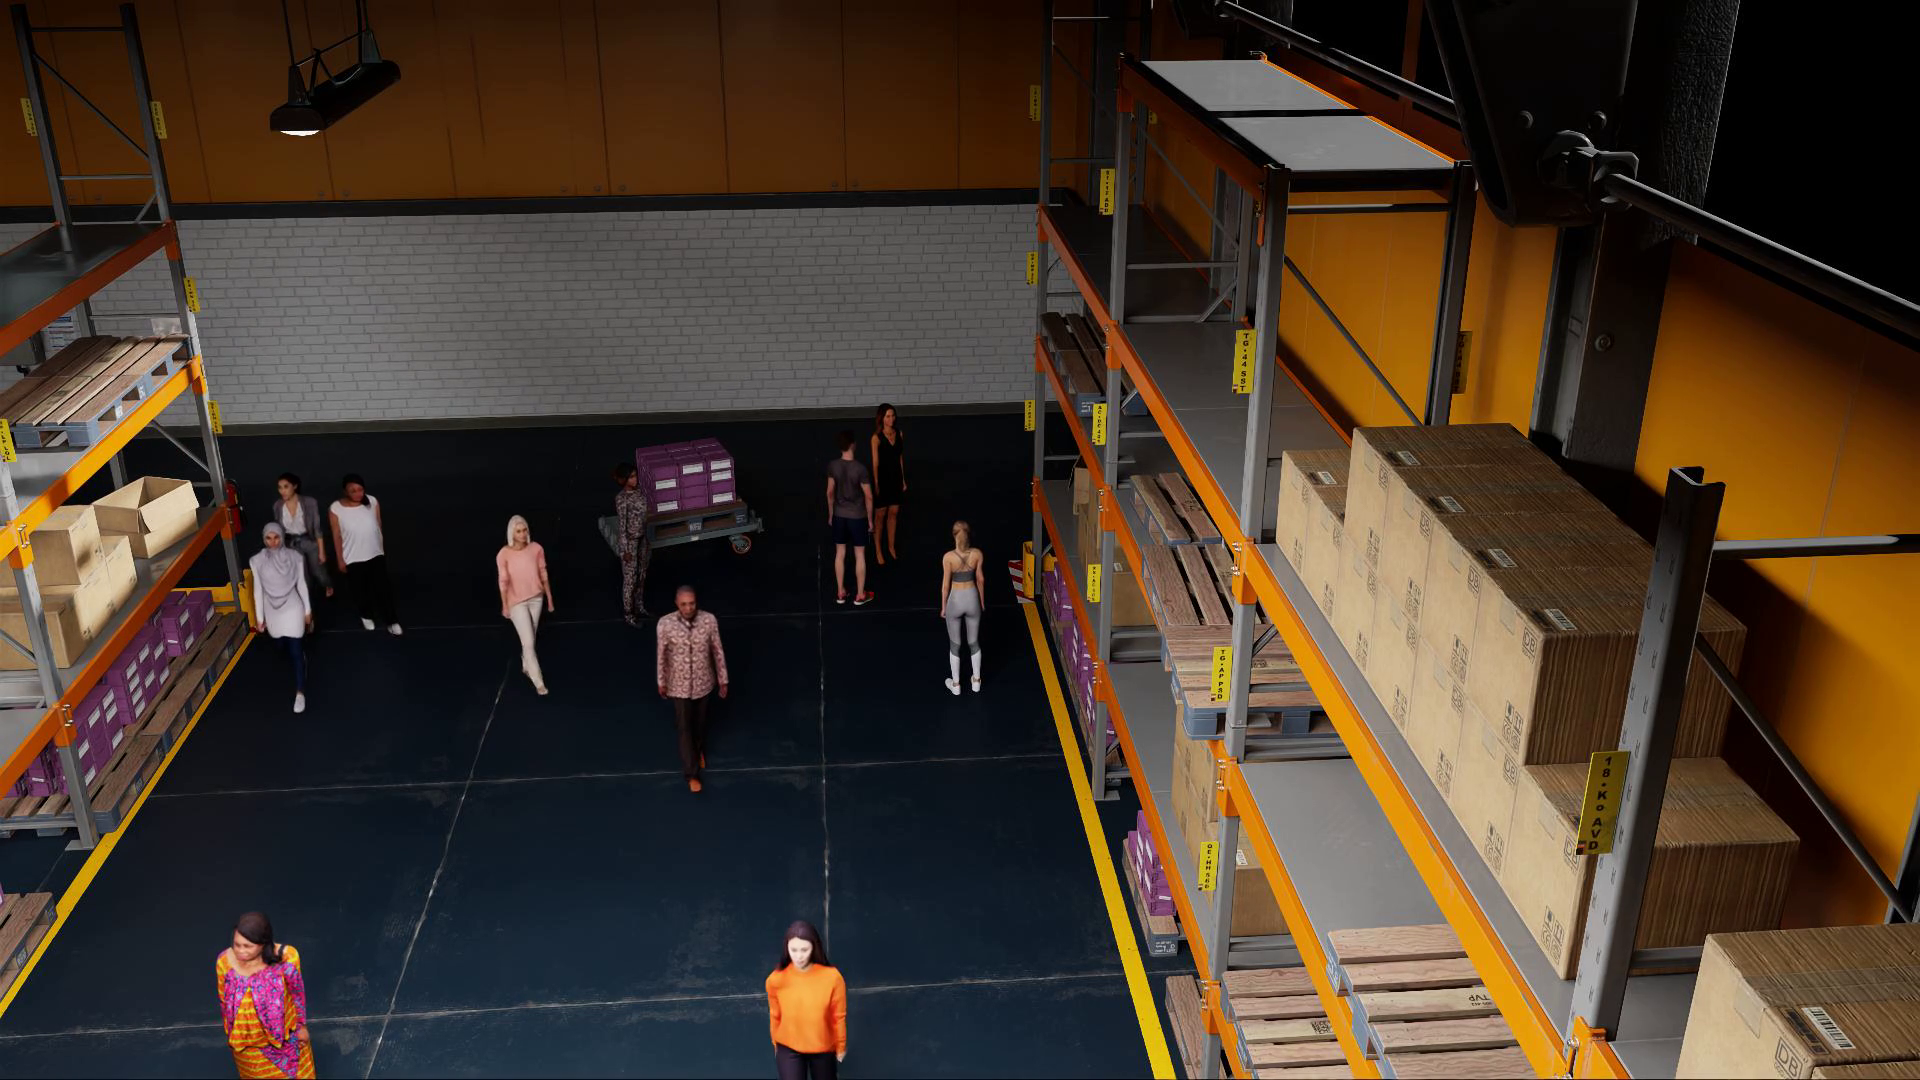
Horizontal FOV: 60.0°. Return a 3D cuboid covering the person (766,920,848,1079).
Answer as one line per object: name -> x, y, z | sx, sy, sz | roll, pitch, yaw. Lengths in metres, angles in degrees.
person -> -0.892, 2.955, 9.837 | 0.676, 1.733, 1.010 | 0, 24, 0

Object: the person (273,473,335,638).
person -> -6.467, 0.089, 16.502 | 0.632, 1.645, 1.043 | -3, 24, -8

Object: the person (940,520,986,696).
person -> 0.027, 0.606, 15.246 | 0.602, 1.704, 0.560 | -6, 24, -13

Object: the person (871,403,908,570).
person -> -0.776, -0.584, 17.806 | 0.669, 1.835, 0.699 | -19, 30, -36

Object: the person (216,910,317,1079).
person -> -4.161, 2.913, 9.989 | 0.661, 1.689, 0.670 | -4, 24, -9

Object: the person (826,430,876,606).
person -> -1.127, -0.229, 16.973 | 0.725, 1.851, 0.690 | 7, 25, 17

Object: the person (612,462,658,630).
person -> -3.248, 0.033, 16.545 | 0.730, 1.714, 0.634 | 10, 25, 21

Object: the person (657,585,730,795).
person -> -2.254, 1.163, 13.897 | 0.922, 1.765, 1.221 | -8, 25, -18

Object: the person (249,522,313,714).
person -> -6.137, 0.635, 15.122 | 0.651, 1.750, 1.071 | -3, 24, -8

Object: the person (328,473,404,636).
person -> -5.917, 0.111, 16.425 | 0.899, 1.667, 1.024 | -15, 27, -30

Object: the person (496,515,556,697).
person -> -4.058, 0.539, 15.401 | 0.914, 1.703, 1.044 | -18, 29, -35
